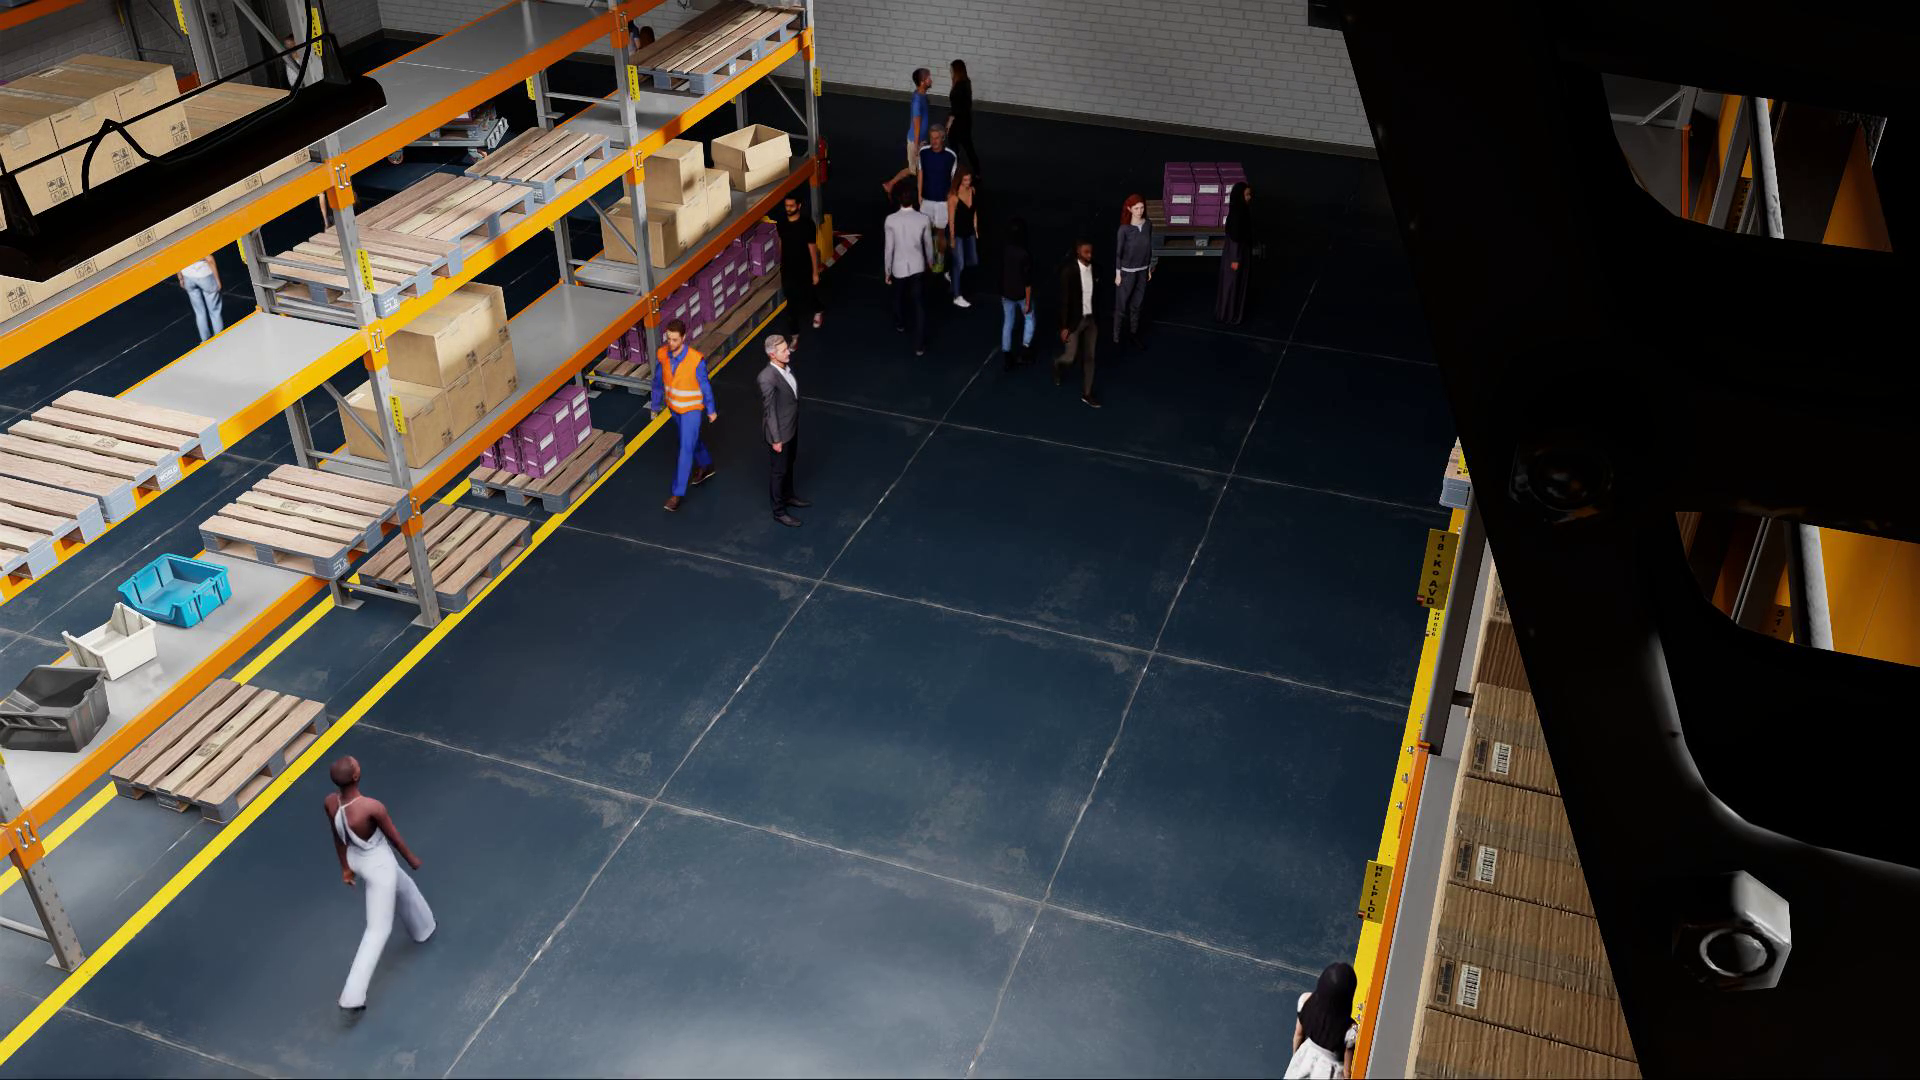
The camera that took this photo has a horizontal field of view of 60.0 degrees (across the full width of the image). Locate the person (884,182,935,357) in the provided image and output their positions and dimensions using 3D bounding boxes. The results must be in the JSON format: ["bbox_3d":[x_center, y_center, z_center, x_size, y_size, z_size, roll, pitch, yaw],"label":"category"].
[{"bbox_3d":[-0.543,-2.846,17.780,1.057,1.798,1.317,-3,34,-4],"label":"person"}]

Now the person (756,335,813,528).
[{"bbox_3d":[-1.604,-1.028,15.006,0.802,1.842,0.592,6,34,9],"label":"person"}]

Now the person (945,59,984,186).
[{"bbox_3d":[0.132,-5.466,21.836,0.804,1.672,0.863,4,34,5],"label":"person"}]

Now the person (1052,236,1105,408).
[{"bbox_3d":[1.172,-2.232,16.870,1.029,1.783,1.081,-18,38,-25],"label":"person"}]

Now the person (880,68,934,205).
[{"bbox_3d":[-0.612,-5.040,21.047,0.952,1.835,1.137,0,34,0],"label":"person"}]

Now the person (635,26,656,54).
[{"bbox_3d":[-4.249,-6.220,22.936,0.610,1.709,0.579,16,37,22],"label":"person"}]

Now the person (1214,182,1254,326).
[{"bbox_3d":[3.076,-3.203,18.482,0.651,1.615,0.507,11,35,16],"label":"person"}]

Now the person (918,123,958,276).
[{"bbox_3d":[-0.248,-4.060,19.579,0.651,1.829,0.848,10,35,15],"label":"person"}]

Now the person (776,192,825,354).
[{"bbox_3d":[-1.709,-2.941,17.975,0.664,1.740,1.040,10,35,15],"label":"person"}]

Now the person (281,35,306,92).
[{"bbox_3d":[-9.170,-6.288,23.216,0.636,1.513,1.083,6,34,9],"label":"person"}]

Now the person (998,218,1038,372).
[{"bbox_3d":[0.537,-2.520,17.398,0.605,1.677,0.654,19,38,27],"label":"person"}]

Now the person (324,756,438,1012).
[{"bbox_3d":[-3.694,2.143,10.329,0.625,1.737,1.164,14,36,21],"label":"person"}]

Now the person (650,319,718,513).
[{"bbox_3d":[-2.483,-1.229,15.341,0.783,1.805,1.209,15,36,21],"label":"person"}]

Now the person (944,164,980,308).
[{"bbox_3d":[-0.036,-3.478,18.821,0.804,1.699,0.791,24,41,32],"label":"person"}]

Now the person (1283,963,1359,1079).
[{"bbox_3d":[1.962,2.968,9.059,0.793,1.769,0.773,-26,42,-33],"label":"person"}]

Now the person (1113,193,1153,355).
[{"bbox_3d":[1.852,-2.864,17.824,0.643,1.779,0.707,-15,37,-22],"label":"person"}]
